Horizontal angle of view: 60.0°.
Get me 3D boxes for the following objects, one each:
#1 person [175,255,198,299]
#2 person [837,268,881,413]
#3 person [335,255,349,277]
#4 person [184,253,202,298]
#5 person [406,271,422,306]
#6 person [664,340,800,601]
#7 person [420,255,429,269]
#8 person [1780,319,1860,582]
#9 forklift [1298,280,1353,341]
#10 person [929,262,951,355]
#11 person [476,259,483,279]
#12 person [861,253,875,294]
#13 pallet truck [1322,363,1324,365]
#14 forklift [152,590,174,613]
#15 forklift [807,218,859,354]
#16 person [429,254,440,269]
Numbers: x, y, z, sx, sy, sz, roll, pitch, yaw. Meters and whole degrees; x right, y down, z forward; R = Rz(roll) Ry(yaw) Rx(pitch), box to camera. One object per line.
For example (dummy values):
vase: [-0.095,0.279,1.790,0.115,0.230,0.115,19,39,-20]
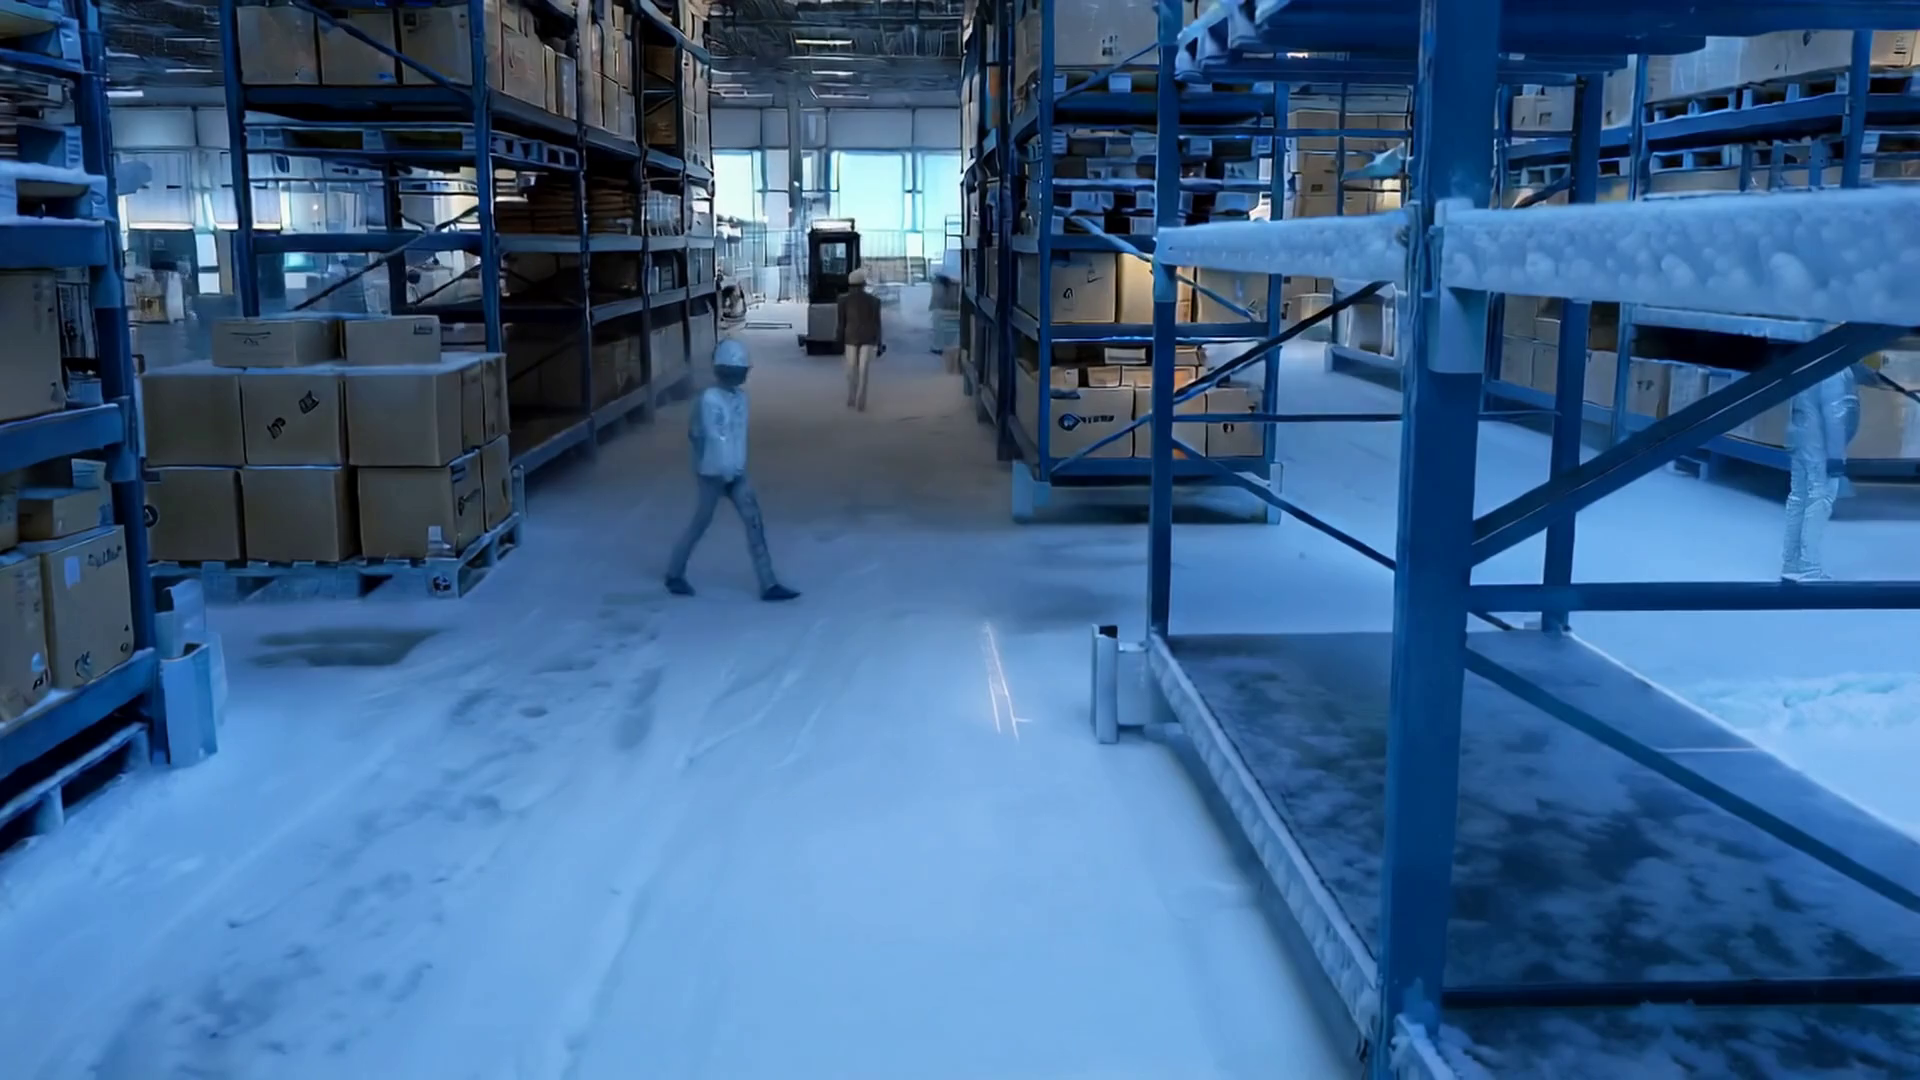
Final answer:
person: [-31.758,-10.763,68.089,0.930,1.796,0.658,2,10,9]
person: [-1.387,-2.730,22.830,0.630,1.977,0.470,1,10,7]
person: [-23.671,-10.036,63.982,0.689,1.832,0.341,2,10,11]
person: [-31.932,-10.958,69.041,0.931,1.883,0.607,1,10,8]
person: [-12.295,-5.256,37.737,0.548,1.668,0.683,10,14,43]
person: [-1.547,-0.453,10.890,0.947,1.718,0.521,5,11,26]
person: [-17.810,-8.527,55.399,0.337,1.882,0.584,-3,11,-17]
person: [5.853,-0.615,11.276,0.408,1.903,0.638,1,10,6]
forklift: [9.074,-6.136,39.304,1.873,2.768,1.129,0,10,-2]
person: [-0.383,-4.802,34.564,0.490,1.915,0.639,5,11,24]
person: [-16.745,-9.123,58.626,0.585,1.922,0.391,-6,12,-28]
person: [-3.480,-10.016,63.663,0.585,1.904,0.629,5,11,25]
pallet truck: [7.712,-4.157,30.737,1.885,1.965,0.823,3,11,16]
forklift: [-5.858,-0.811,9.639,1.873,2.768,1.129,-1,10,-3]
forklift: [-2.635,-5.327,34.799,1.129,2.768,1.873,0,10,-2]
person: [-17.912,-8.730,56.444,0.808,1.909,0.653,-6,12,-32]
